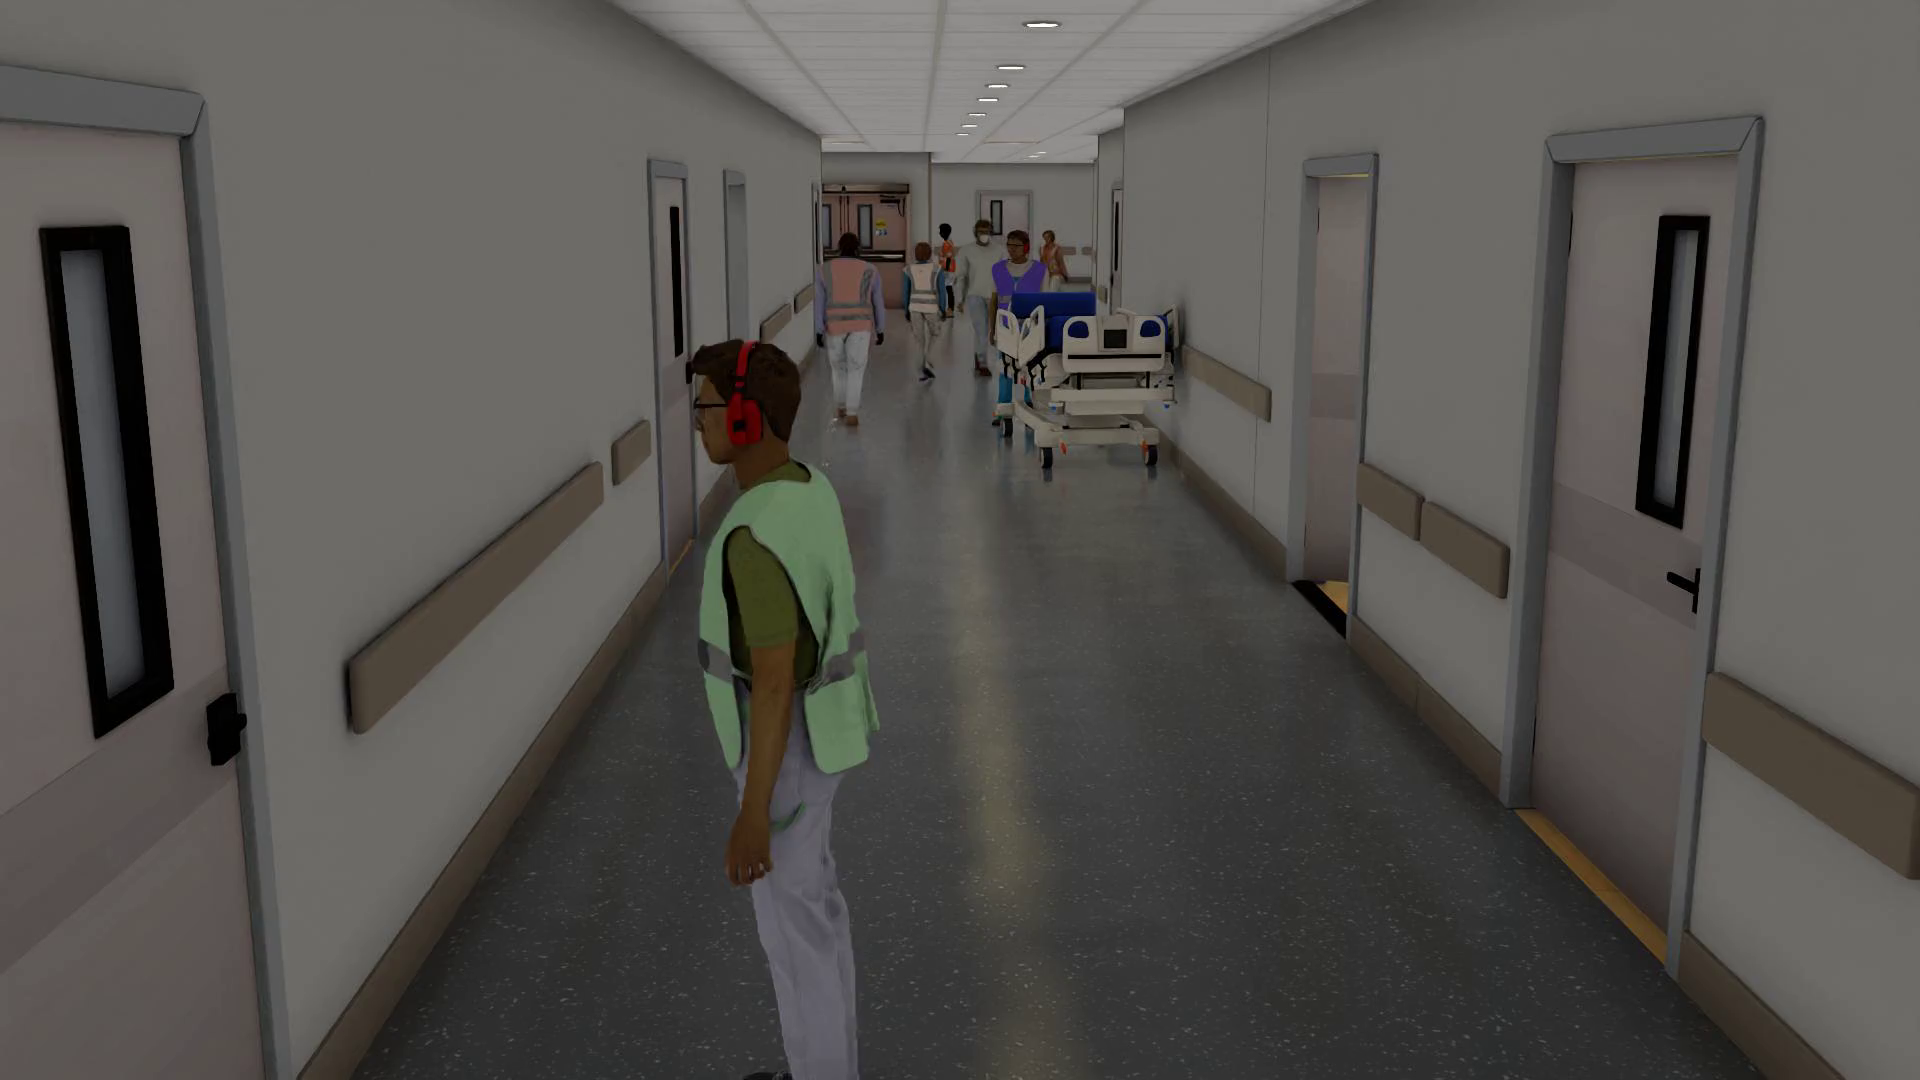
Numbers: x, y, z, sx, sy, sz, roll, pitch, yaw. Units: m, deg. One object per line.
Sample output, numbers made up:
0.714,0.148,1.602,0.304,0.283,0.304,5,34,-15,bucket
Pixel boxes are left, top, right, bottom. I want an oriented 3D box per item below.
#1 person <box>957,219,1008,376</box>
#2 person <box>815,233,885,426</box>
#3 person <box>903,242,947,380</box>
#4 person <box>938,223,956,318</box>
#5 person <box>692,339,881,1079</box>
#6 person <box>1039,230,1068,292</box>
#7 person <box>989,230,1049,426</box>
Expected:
0.272,-2.979,20.388,0.647,1.902,0.969,-2,12,-11,person
-1.043,-2.028,15.962,0.658,1.794,0.938,0,12,1,person
-0.414,-2.704,19.670,0.545,1.622,0.371,3,12,12,person
-0.231,-4.851,29.973,0.321,1.696,0.537,0,12,0,person
-0.377,0.487,3.648,0.398,1.835,0.593,1,12,4,person
1.650,-4.725,29.664,0.925,1.570,0.571,-9,15,-38,person
0.559,-1.994,15.699,0.568,1.840,0.374,3,12,15,person
